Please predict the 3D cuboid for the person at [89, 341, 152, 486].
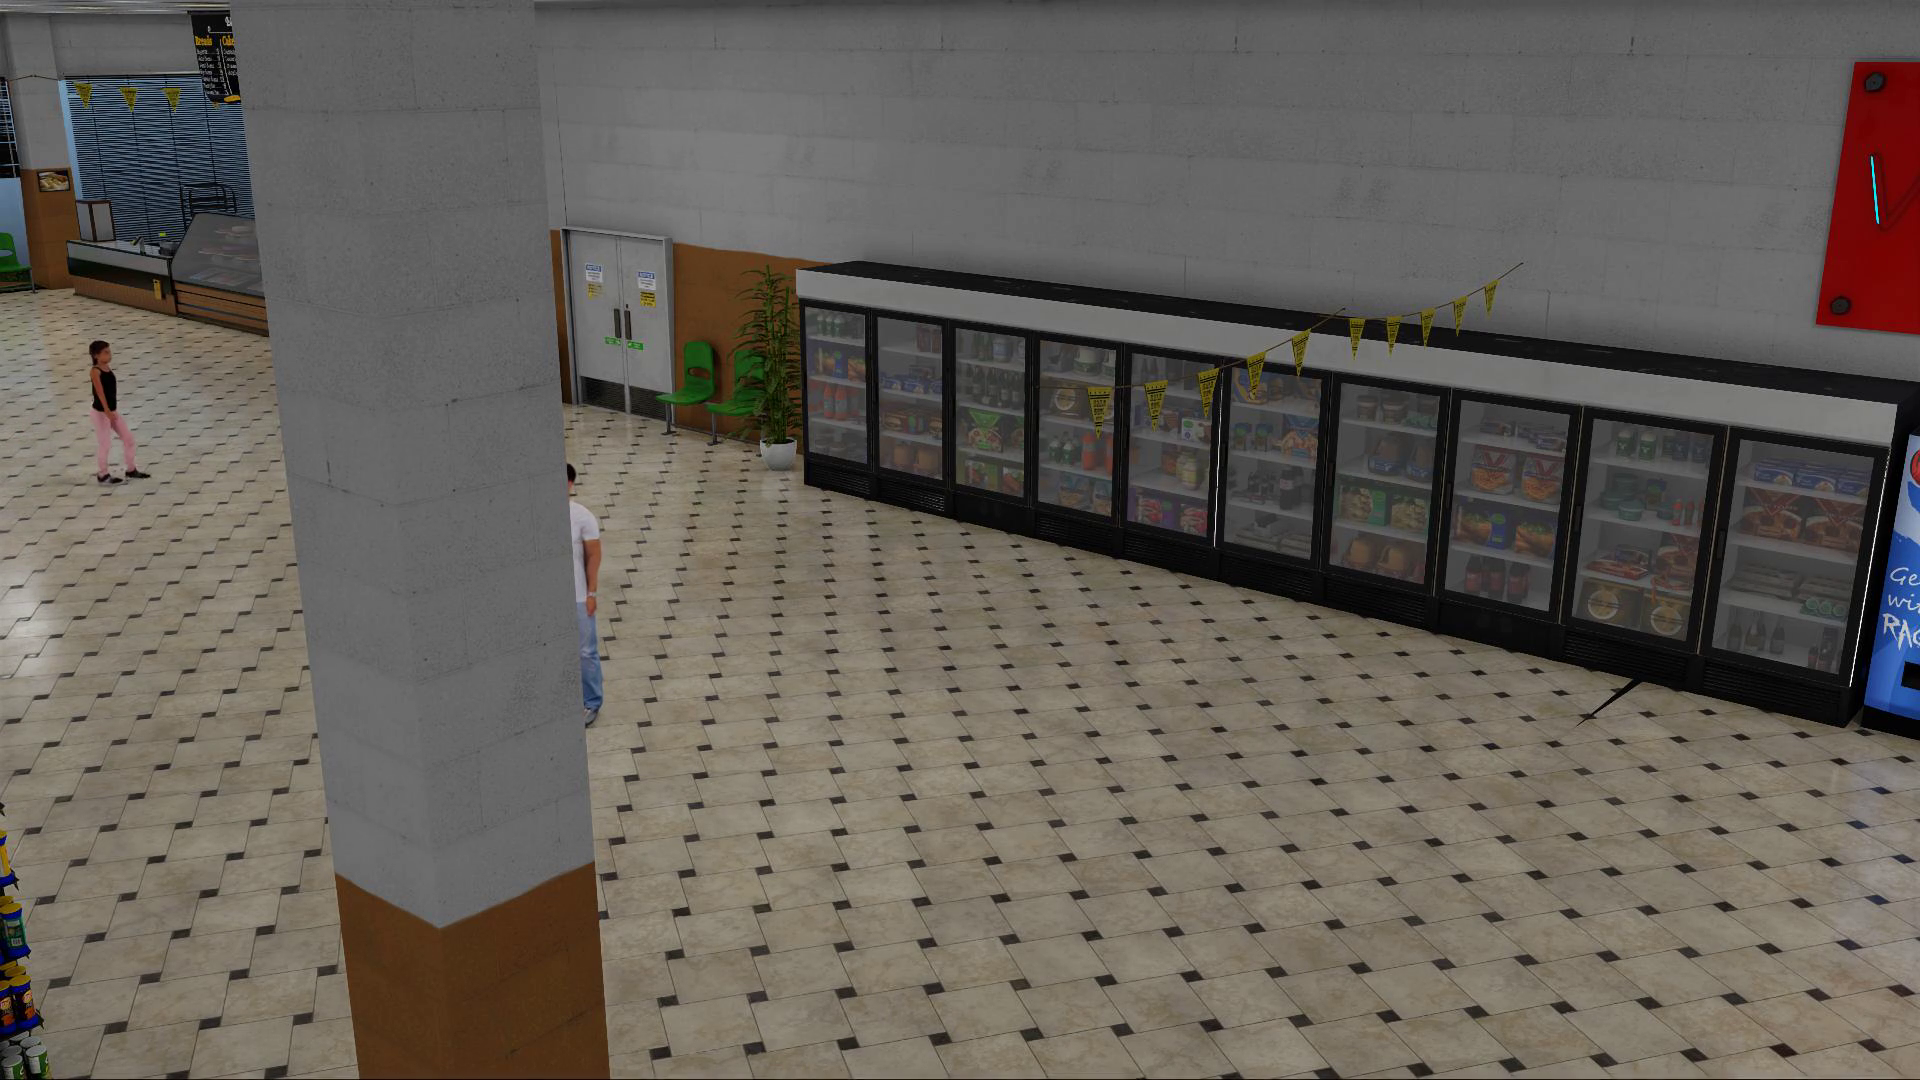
[{"bbox_3d":[-9.093,-1.326,17.571,0.793,1.544,0.763,1,17,4],"label":"person"}]
